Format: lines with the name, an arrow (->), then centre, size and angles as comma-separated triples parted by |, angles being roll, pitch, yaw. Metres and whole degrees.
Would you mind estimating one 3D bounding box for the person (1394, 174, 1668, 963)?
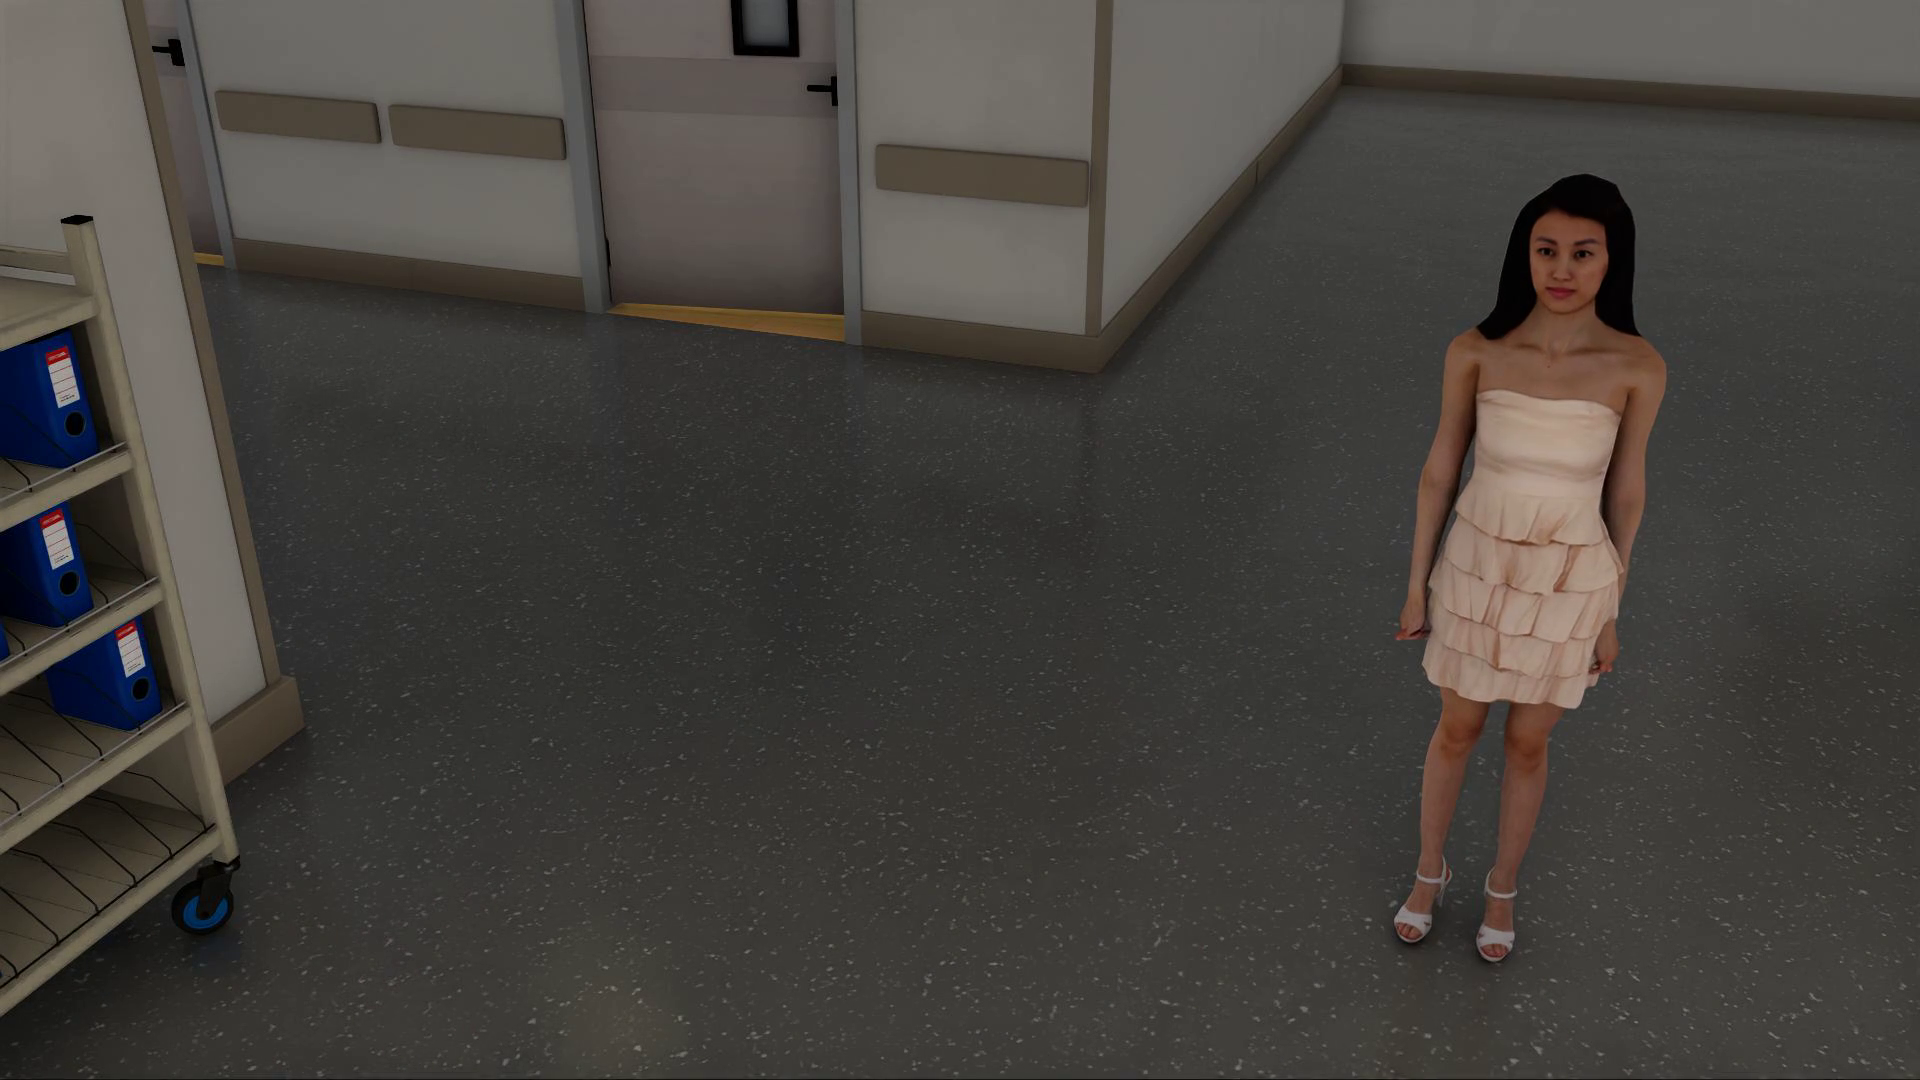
person -> 1.141, 0.118, 3.386 | 0.583, 1.734, 0.525 | 10, 28, 20
